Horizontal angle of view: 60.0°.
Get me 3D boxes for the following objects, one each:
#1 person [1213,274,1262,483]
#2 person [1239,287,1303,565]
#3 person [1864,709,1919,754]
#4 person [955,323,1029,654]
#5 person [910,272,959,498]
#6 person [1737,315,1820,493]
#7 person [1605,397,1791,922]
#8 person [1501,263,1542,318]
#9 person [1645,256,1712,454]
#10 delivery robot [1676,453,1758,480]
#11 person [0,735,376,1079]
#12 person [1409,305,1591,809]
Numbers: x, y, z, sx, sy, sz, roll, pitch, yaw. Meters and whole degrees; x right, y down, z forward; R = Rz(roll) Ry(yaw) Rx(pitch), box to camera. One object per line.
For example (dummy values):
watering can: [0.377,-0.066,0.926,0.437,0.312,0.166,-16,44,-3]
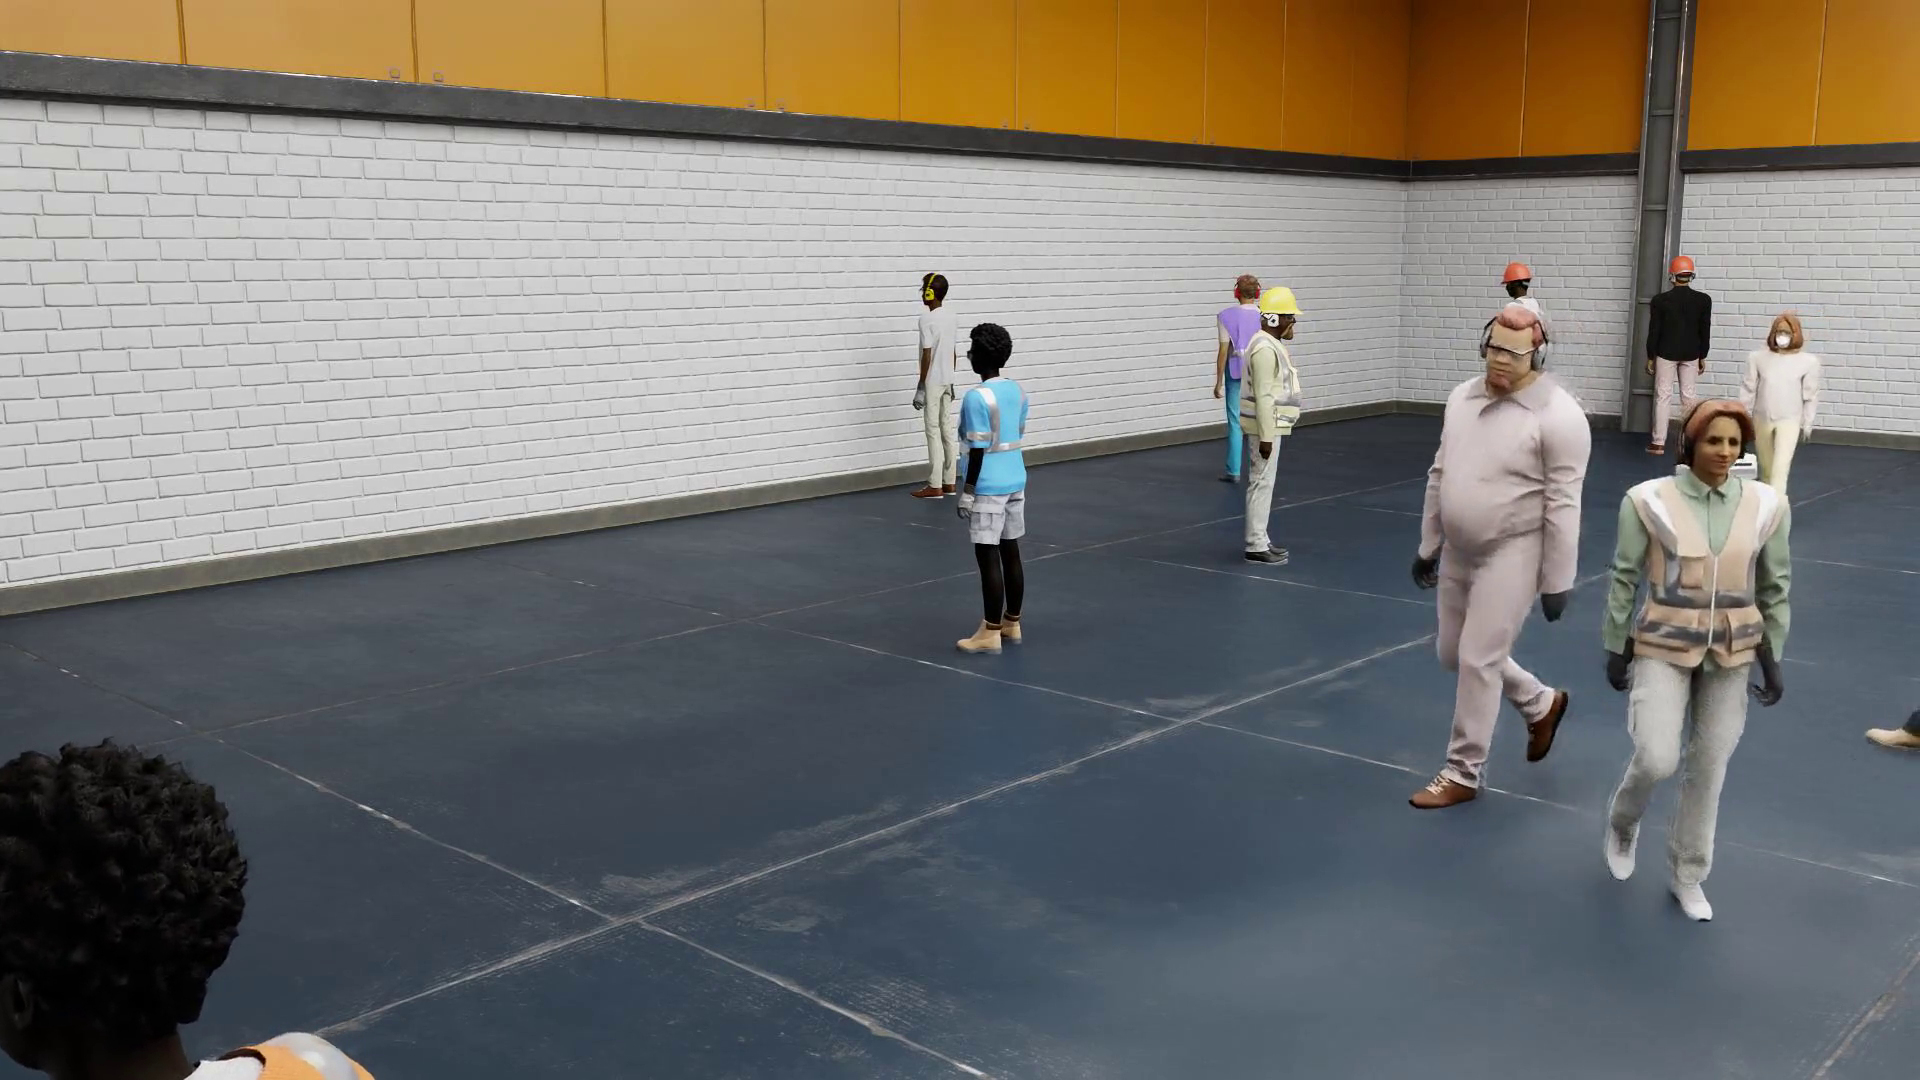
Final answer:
person: [2.532,-1.415,14.703,0.572,1.840,0.373,-2,10,-13]
person: [2.039,-0.746,10.957,0.403,1.824,0.592,2,10,11]
person: [4.164,0.059,6.457,0.508,1.806,0.976,-10,14,-44]
person: [0.161,-0.264,8.560,0.317,1.698,0.524,6,11,29]
person: [-0.211,-1.282,13.857,0.328,1.876,0.513,6,12,32]
person: [6.004,-0.855,12.247,0.513,1.586,0.879,7,12,36]
person: [2.275,0.368,5.159,0.516,1.629,0.384,1,10,5]
person: [5.353,-1.698,16.050,0.361,1.935,0.544,9,14,43]
person: [7.227,-1.856,16.770,0.613,1.997,0.374,1,10,4]
delivery robot: [6.208,-0.634,13.654,0.477,0.478,0.707,-1,10,-8]
person: [-0.648,1.002,1.412,0.318,1.680,0.535,2,10,13]
person: [2.046,0.063,6.193,0.732,1.876,0.666,-4,11,-23]
